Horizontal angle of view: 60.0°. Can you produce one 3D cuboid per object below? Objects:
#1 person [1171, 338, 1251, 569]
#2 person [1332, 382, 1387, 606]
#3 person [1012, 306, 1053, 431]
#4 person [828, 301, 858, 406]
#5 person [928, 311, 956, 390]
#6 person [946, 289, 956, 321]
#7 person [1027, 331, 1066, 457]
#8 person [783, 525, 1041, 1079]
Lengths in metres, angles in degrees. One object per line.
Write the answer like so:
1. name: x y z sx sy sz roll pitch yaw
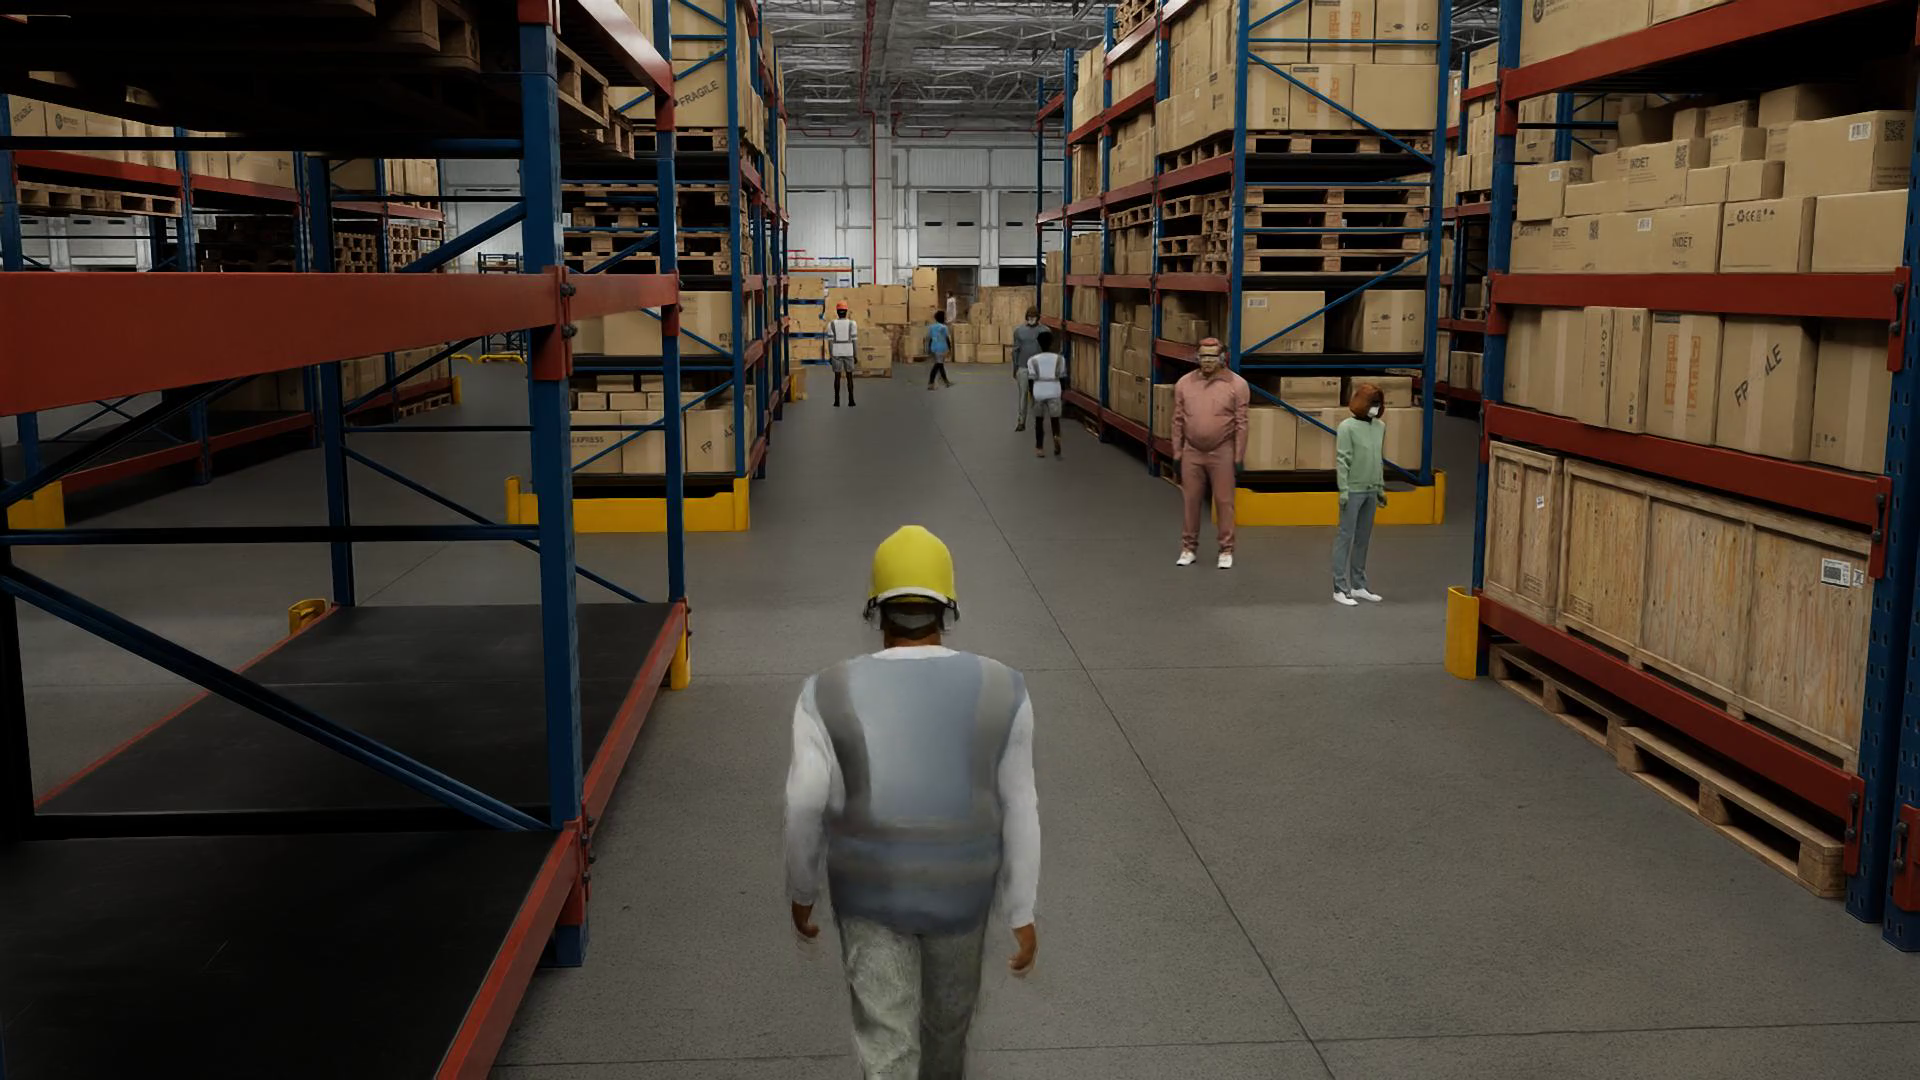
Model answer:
1. person: 2.049 -0.711 13.678 0.650 1.898 0.395 4 10 24
2. person: 2.935 -0.341 12.172 0.497 1.633 0.278 -7 11 -37
3. person: 1.110 -2.632 25.613 0.627 1.938 0.370 2 9 11
4. person: -2.147 -3.411 30.501 0.544 1.938 0.356 0 9 -2
5. person: -0.373 -3.985 34.982 0.872 1.654 0.542 -6 11 -35
6. person: -0.269 -7.887 58.667 0.743 1.923 0.637 -2 9 -12
7. person: 1.138 -1.902 21.789 0.533 1.684 0.562 -1 9 -4
8. person: -0.134 0.847 4.221 0.623 1.781 0.912 -1 9 -7
